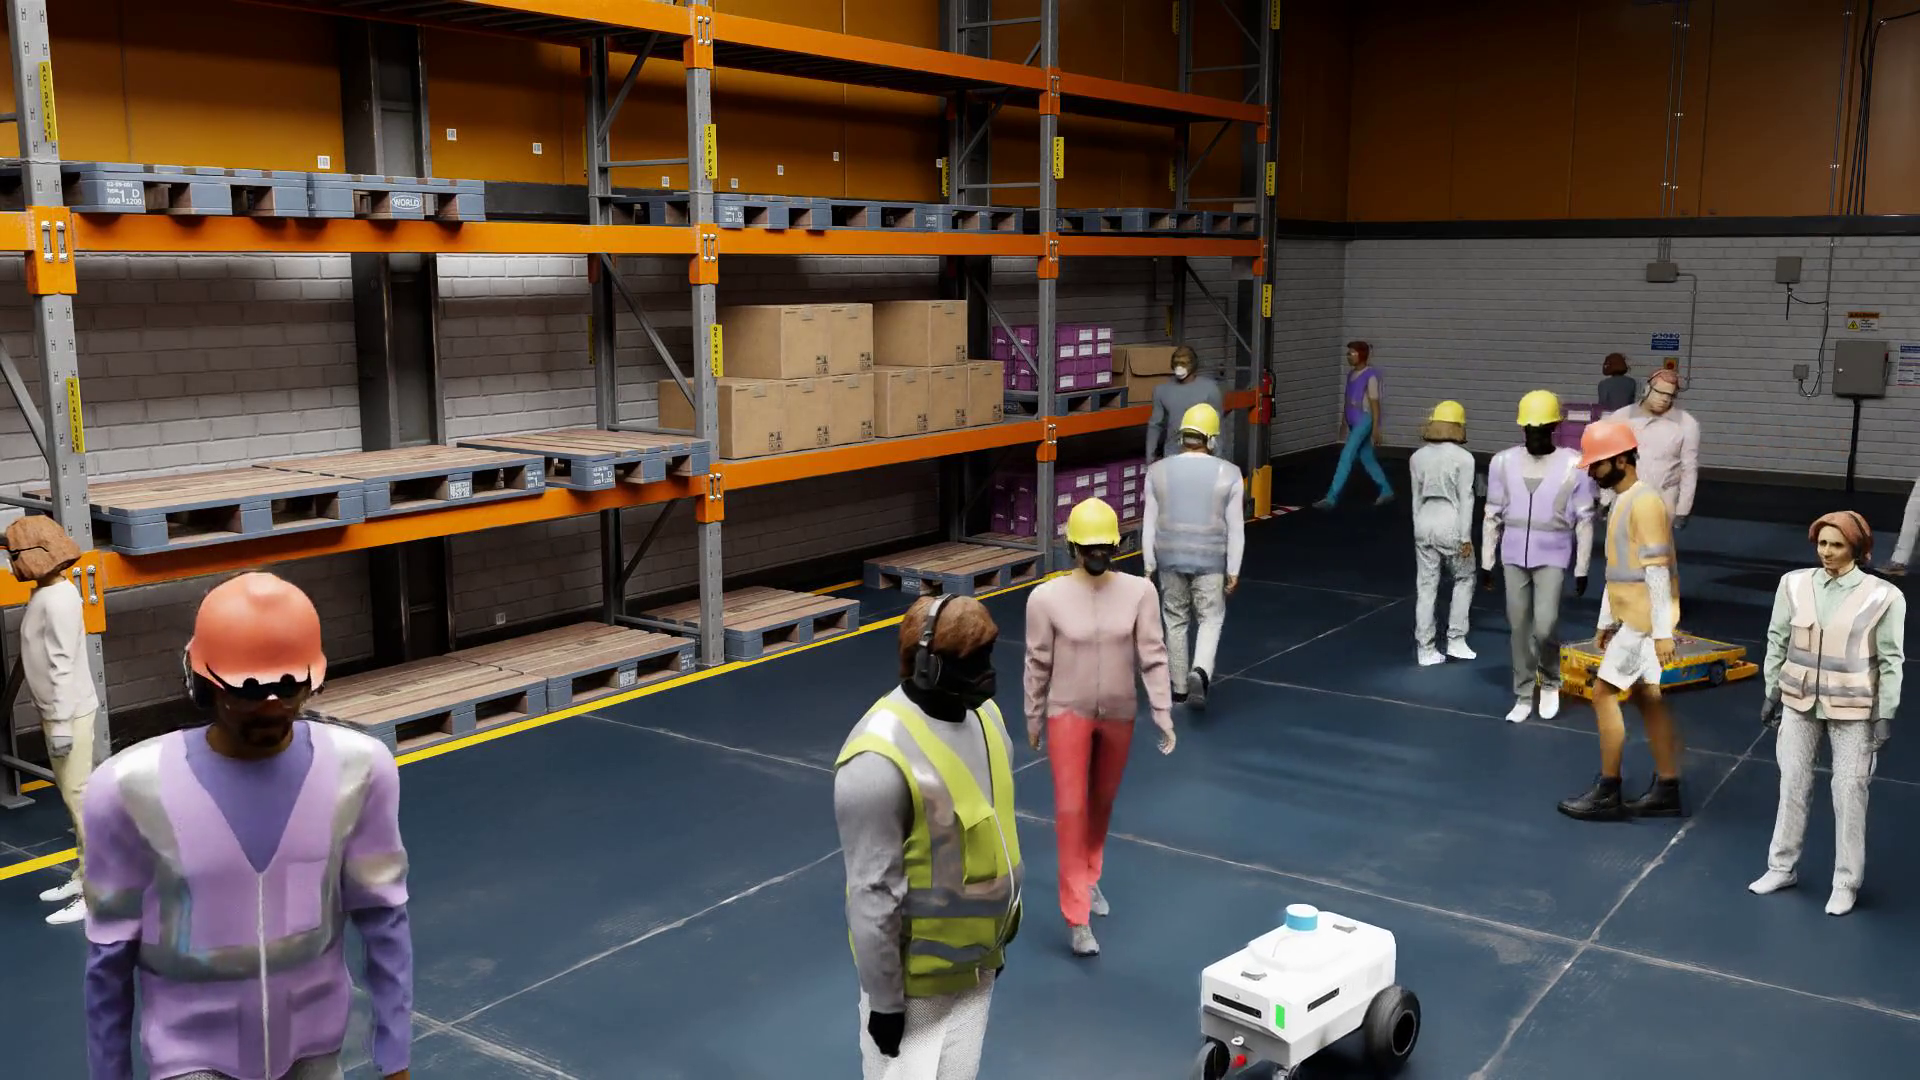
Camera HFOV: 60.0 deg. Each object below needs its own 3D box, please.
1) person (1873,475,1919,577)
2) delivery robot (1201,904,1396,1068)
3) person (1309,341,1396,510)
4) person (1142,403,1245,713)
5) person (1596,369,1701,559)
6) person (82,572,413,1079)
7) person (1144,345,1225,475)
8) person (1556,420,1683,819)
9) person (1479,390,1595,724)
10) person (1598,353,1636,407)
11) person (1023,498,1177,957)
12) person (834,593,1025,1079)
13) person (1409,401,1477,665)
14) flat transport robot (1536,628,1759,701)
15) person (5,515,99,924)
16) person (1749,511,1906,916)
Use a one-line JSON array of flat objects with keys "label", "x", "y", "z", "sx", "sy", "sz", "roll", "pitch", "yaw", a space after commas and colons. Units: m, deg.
[{"label": "person", "x": 7.970, "y": -0.574, "z": 13.612, "sx": 0.849, "sy": 1.848, "sz": 0.591, "roll": -2, "pitch": 10, "yaw": -10}, {"label": "delivery robot", "x": 1.091, "y": 1.416, "z": 5.345, "sx": 0.477, "sy": 0.478, "sz": 0.707, "roll": 9, "pitch": 13, "yaw": 44}, {"label": "person", "x": 4.229, "y": -1.215, "z": 17.642, "sx": 1.007, "sy": 1.793, "sz": 0.577, "roll": -1, "pitch": 10, "yaw": -6}, {"label": "person", "x": 1.334, "y": 0.123, "z": 9.596, "sx": 0.595, "sy": 1.810, "sz": 0.612, "roll": 2, "pitch": 10, "yaw": 14}, {"label": "person", "x": 4.861, "y": -0.278, "z": 11.780, "sx": 0.662, "sy": 1.877, "sz": 0.499, "roll": 8, "pitch": 12, "yaw": 38}, {"label": "person", "x": -1.424, "y": 1.058, "z": 3.412, "sx": 0.632, "sy": 2.009, "sz": 0.685, "roll": -7, "pitch": 12, "yaw": -35}, {"label": "person", "x": 1.838, "y": -0.675, "z": 14.041, "sx": 0.661, "sy": 1.906, "sz": 0.883, "roll": 6, "pitch": 11, "yaw": 32}, {"label": "person", "x": 3.124, "y": 0.382, "z": 7.853, "sx": 0.724, "sy": 1.877, "sz": 0.607, "roll": 3, "pitch": 10, "yaw": 15}, {"label": "person", "x": 3.234, "y": 0.107, "z": 9.385, "sx": 0.595, "sy": 1.907, "sz": 0.417, "roll": 8, "pitch": 12, "yaw": 38}, {"label": "person", "x": 7.207, "y": -1.256, "z": 18.428, "sx": 0.520, "sy": 1.605, "sz": 0.764, "roll": -2, "pitch": 10, "yaw": -14}, {"label": "person", "x": 0.541, "y": 0.705, "z": 6.386, "sx": 0.543, "sy": 1.727, "sz": 0.876, "roll": -2, "pitch": 10, "yaw": -13}, {"label": "person", "x": -0.057, "y": 1.031, "z": 4.137, "sx": 0.431, "sy": 1.835, "sz": 0.624, "roll": 5, "pitch": 11, "yaw": 28}, {"label": "person", "x": 3.167, "y": -0.048, "z": 10.863, "sx": 0.584, "sy": 1.710, "sz": 0.501, "roll": -9, "pitch": 13, "yaw": -42}, {"label": "flat transport robot", "x": 4.235, "y": 0.763, "z": 10.357, "sx": 1.431, "sy": 0.197, "sz": 0.652, "roll": -5, "pitch": 11, "yaw": -29}, {"label": "person", "x": -3.603, "y": 0.707, "z": 6.661, "sx": 0.270, "sy": 1.627, "sz": 0.502, "roll": -7, "pitch": 12, "yaw": -34}, {"label": "person", "x": 3.511, "y": 0.690, "z": 6.729, "sx": 0.310, "sy": 1.636, "sz": 0.523, "roll": -8, "pitch": 12, "yaw": -39}]
